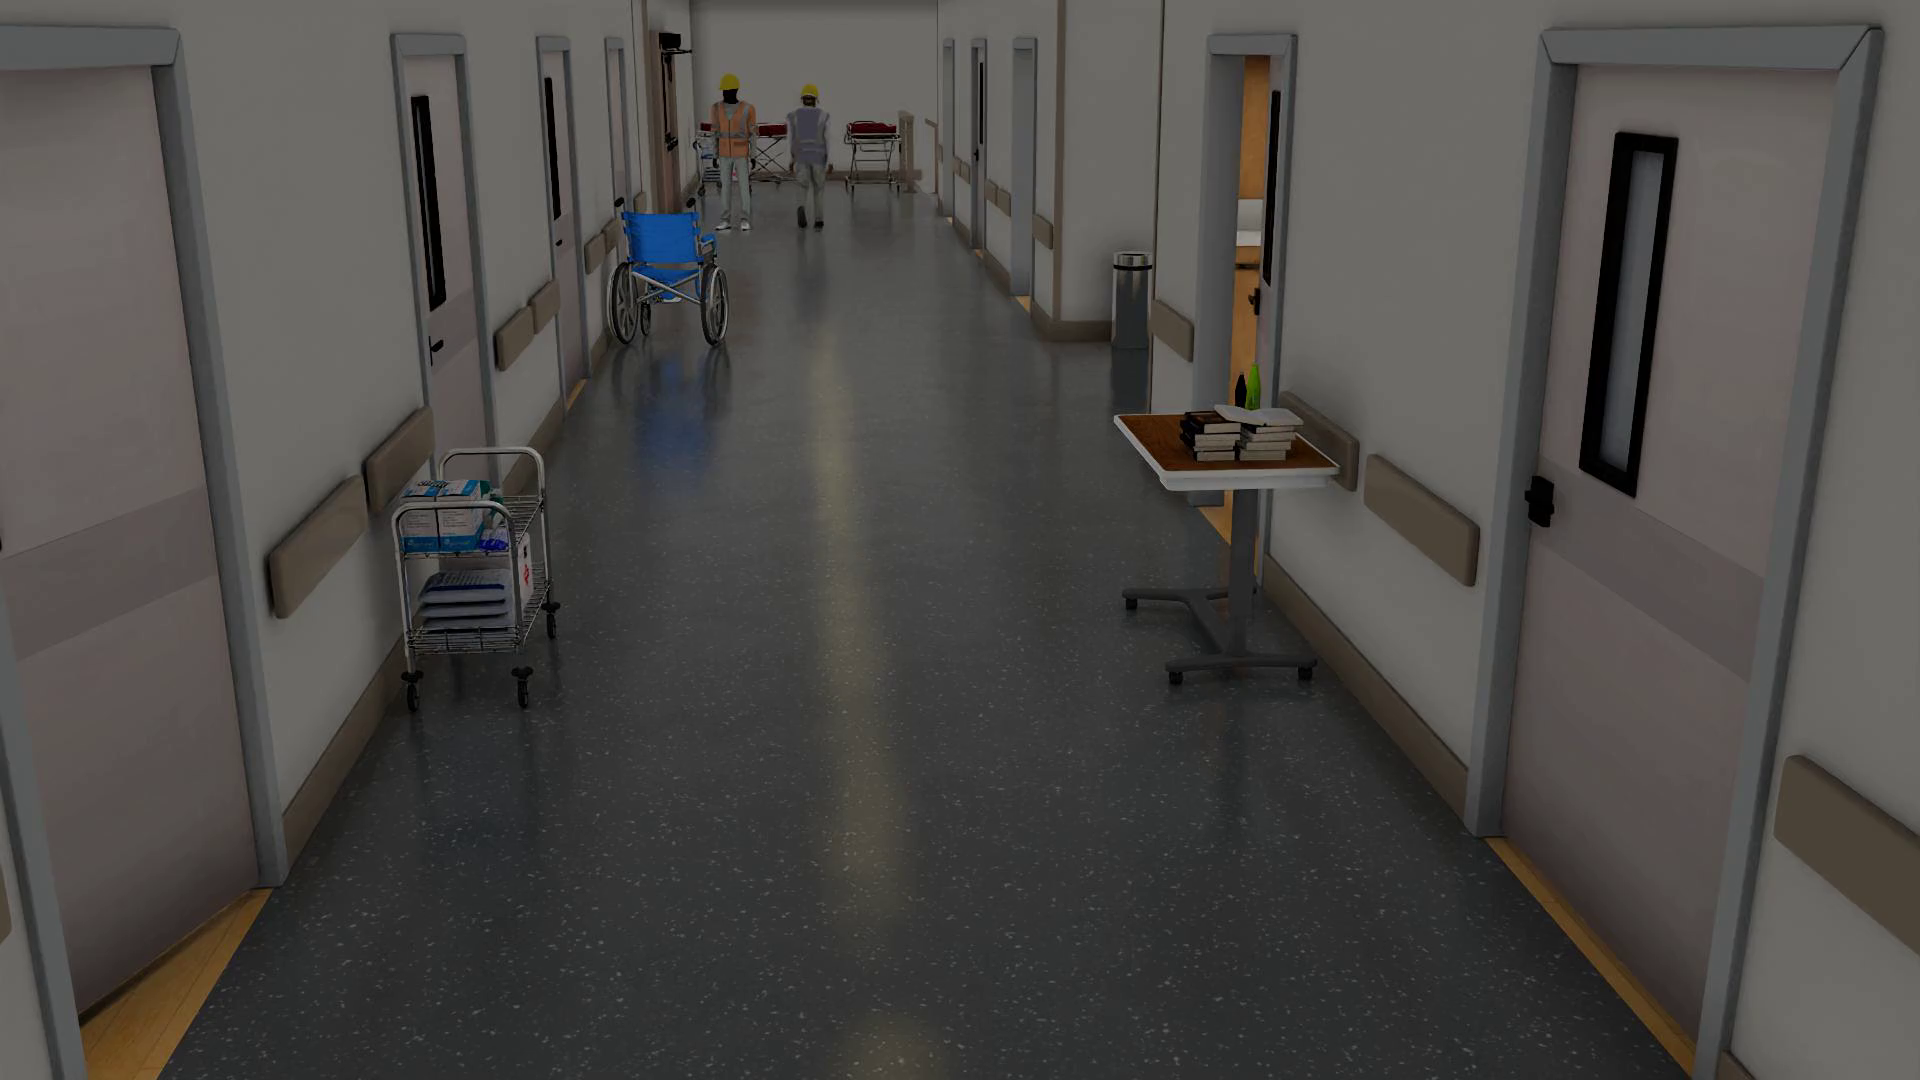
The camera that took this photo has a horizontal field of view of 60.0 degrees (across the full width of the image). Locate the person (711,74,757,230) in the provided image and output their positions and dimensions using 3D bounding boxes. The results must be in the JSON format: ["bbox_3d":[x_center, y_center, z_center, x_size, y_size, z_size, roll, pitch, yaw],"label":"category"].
[{"bbox_3d":[-2.842,-4.860,20.895,0.588,1.923,0.383,3,17,10],"label":"person"}]

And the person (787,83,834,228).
[{"bbox_3d":[-1.888,-4.811,20.922,0.598,1.810,0.728,1,17,2],"label":"person"}]
